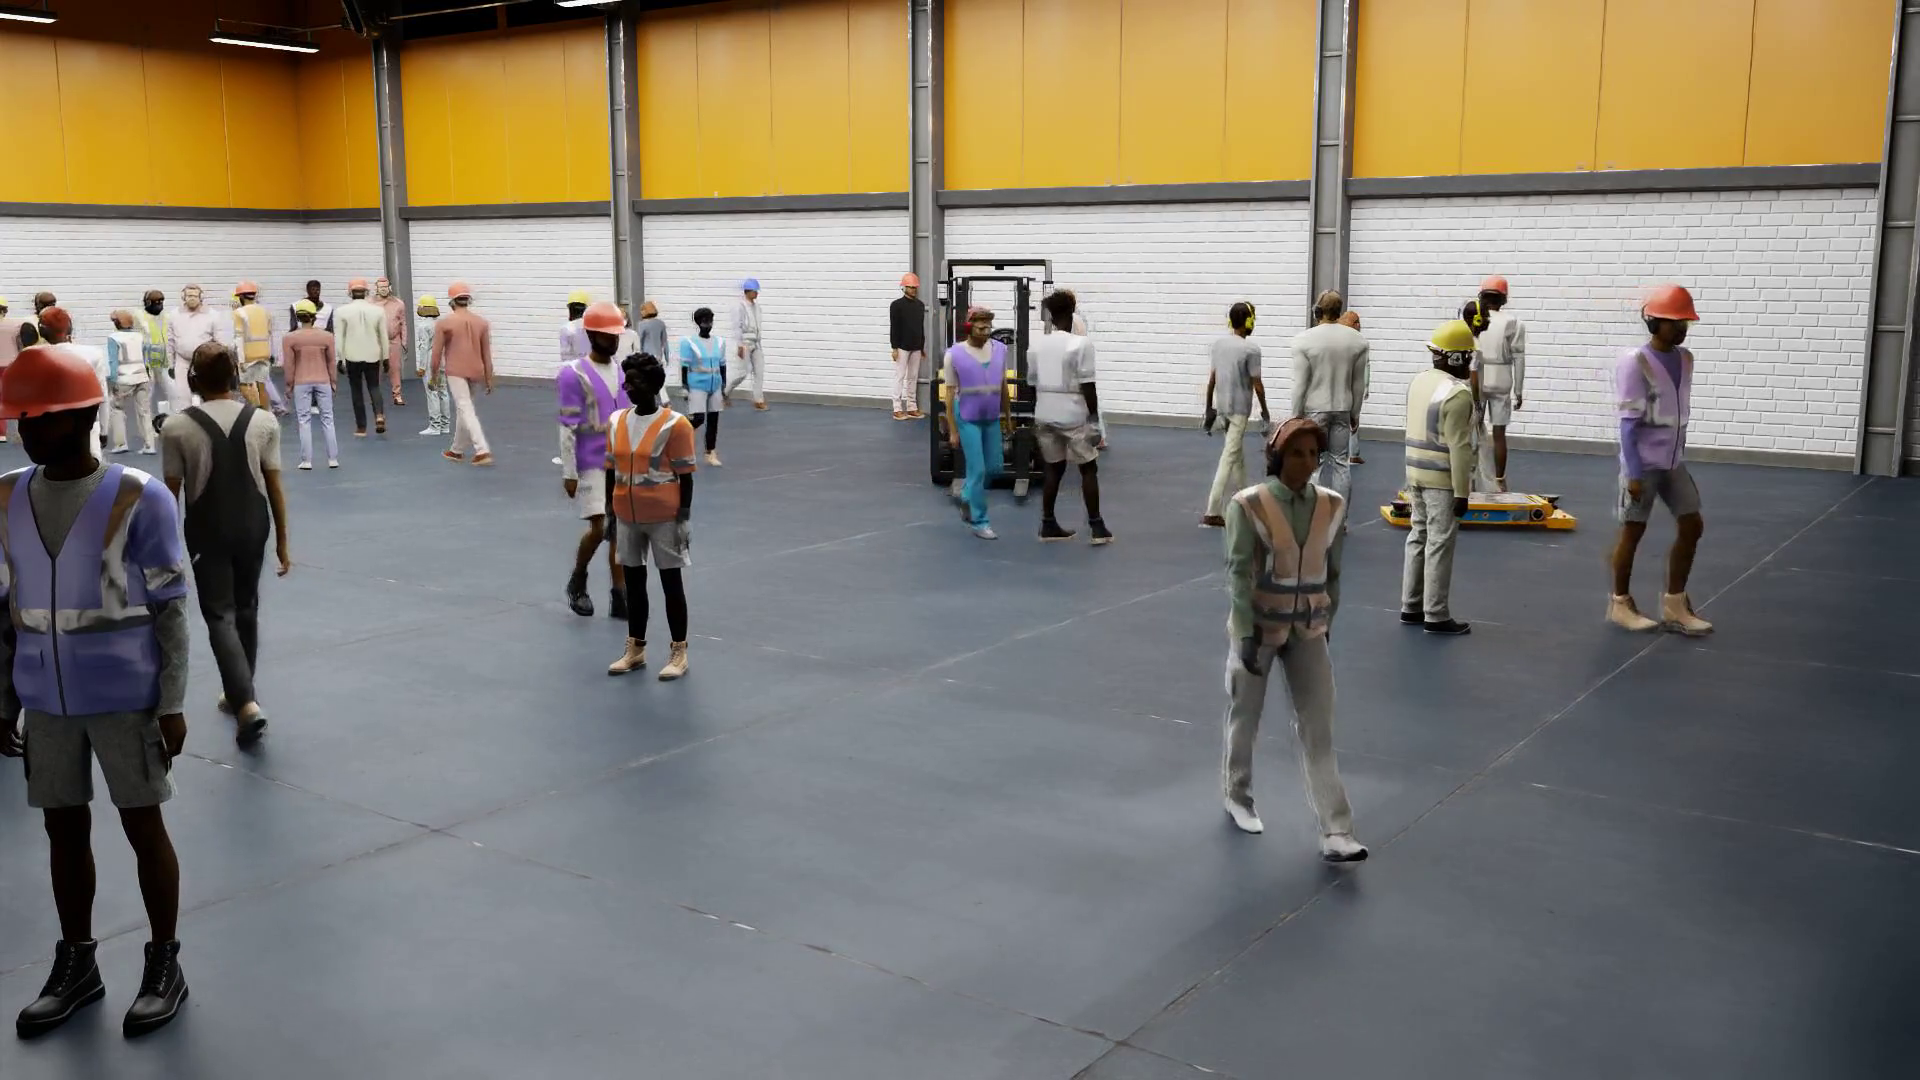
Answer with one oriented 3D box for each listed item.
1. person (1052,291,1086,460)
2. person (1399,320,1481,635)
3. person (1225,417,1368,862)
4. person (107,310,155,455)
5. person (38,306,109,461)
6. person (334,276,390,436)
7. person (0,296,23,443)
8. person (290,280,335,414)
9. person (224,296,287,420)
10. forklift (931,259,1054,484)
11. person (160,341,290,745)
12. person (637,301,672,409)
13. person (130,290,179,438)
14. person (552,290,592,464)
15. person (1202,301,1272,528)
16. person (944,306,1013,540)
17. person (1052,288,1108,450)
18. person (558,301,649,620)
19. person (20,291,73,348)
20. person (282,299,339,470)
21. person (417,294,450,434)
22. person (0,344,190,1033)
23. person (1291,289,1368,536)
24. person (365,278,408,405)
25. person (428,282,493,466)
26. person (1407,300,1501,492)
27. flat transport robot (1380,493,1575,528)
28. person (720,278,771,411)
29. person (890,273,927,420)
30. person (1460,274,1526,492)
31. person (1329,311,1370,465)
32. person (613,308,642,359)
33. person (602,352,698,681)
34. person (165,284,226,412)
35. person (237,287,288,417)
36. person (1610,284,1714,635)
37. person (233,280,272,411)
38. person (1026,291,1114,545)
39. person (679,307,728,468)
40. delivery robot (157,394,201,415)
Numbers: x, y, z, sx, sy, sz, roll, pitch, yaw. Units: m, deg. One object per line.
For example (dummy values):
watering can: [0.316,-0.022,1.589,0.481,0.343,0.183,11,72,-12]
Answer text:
person: [1.163,-1.795,18.189,0.432,1.836,0.618,3,10,19]
person: [2.792,-0.355,9.638,0.403,1.827,0.596,-2,10,-11]
person: [1.201,0.363,6.021,0.513,1.595,0.861,-2,10,-14]
person: [-9.286,-1.743,18.505,0.607,1.614,0.542,3,10,20]
person: [-6.455,-0.781,12.123,0.944,1.849,0.583,9,13,43]
person: [-7.357,-2.256,20.478,0.633,1.977,0.491,-6,11,-32]
person: [-11.398,-2.038,19.836,0.523,1.763,0.329,-7,12,-36]
person: [-9.115,-2.712,23.443,0.620,1.891,0.483,-8,12,-40]
person: [-9.427,-2.424,22.068,0.940,1.772,0.612,0,10,-3]
forklift: [0.370,-1.738,16.759,1.214,2.155,2.313,1,10,3]
person: [-3.324,0.001,7.567,0.523,1.812,0.934,-7,12,-37]
person: [-4.424,-2.652,24.014,0.854,1.589,0.506,8,12,39]
person: [-9.698,-2.118,20.181,0.890,1.804,0.628,5,11,28]
person: [-3.914,-1.679,17.409,1.022,1.873,0.580,8,13,40]
person: [2.328,-1.028,13.625,0.949,1.821,0.559,-7,12,-36]
person: [0.111,-0.916,12.987,0.630,1.814,0.603,-6,12,-34]
person: [1.254,-1.944,19.011,1.051,1.861,0.710,5,11,30]
person: [-2.108,-0.464,9.968,0.471,1.926,0.569,7,12,38]
person: [-10.663,-1.986,19.376,0.799,1.816,0.634,2,10,11]
person: [-6.735,-1.607,17.257,0.526,1.765,0.329,-5,11,-29]
person: [-6.603,-2.185,20.760,0.295,1.744,0.484,3,10,15]
person: [-2.433,0.428,4.621,0.551,1.934,0.373,0,10,1]
person: [2.861,-0.984,13.024,0.633,1.940,0.368,-3,10,-15]
person: [-8.576,-2.952,24.844,0.638,1.910,0.407,-5,11,-27]
person: [-5.279,-1.761,17.682,1.032,1.946,0.611,8,12,40]
person: [4.461,-1.203,14.679,0.978,1.832,0.531,2,10,9]
flat transport robot: [4.220,-0.253,13.628,1.431,0.197,0.652,1,10,6]
person: [-3.110,-2.828,24.054,0.720,1.924,0.611,7,12,34]
person: [-0.691,-2.643,22.738,0.613,1.994,0.395,-9,13,-43]
person: [4.844,-1.404,15.218,0.614,2.040,0.390,4,10,24]
person: [4.118,-1.617,17.705,0.501,1.633,0.279,6,11,31]
person: [-4.060,-1.993,20.063,0.507,1.588,0.846,-7,12,-36]
person: [-1.604,-0.121,8.609,0.565,1.694,0.317,4,10,23]
person: [-9.017,-2.065,19.618,0.677,1.879,0.785,-3,10,-16]
person: [-9.655,-2.565,22.701,1.021,1.861,0.659,1,10,8]
person: [4.048,-0.431,9.484,0.654,2.019,0.735,-5,11,-29]
person: [-8.966,-2.329,21.099,0.454,1.914,0.537,7,12,34]
person: [0.846,-0.926,12.730,0.733,1.934,0.483,9,13,43]
person: [-2.719,-1.599,17.427,0.545,1.680,0.479,-8,13,-41]
delivery robot: [-9.587,-1.630,20.710,0.707,0.478,0.477,1,10,5]
